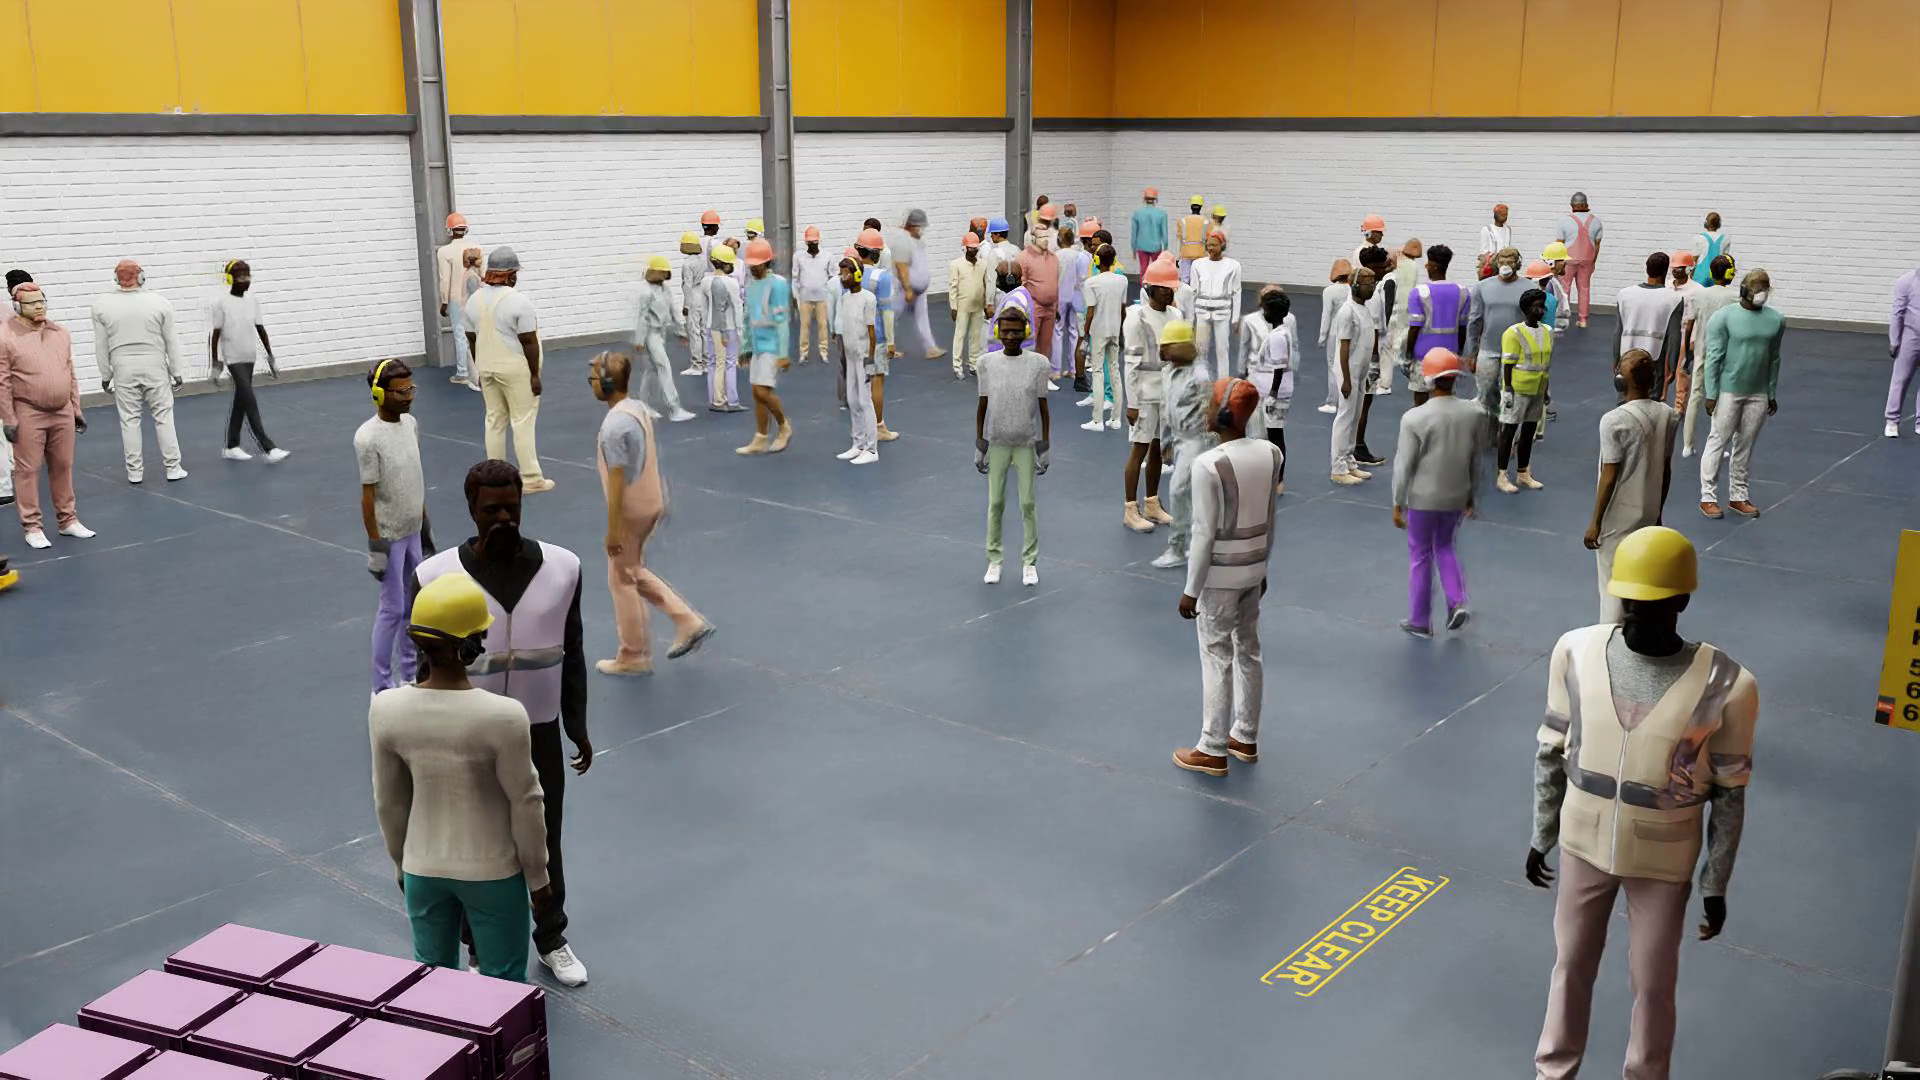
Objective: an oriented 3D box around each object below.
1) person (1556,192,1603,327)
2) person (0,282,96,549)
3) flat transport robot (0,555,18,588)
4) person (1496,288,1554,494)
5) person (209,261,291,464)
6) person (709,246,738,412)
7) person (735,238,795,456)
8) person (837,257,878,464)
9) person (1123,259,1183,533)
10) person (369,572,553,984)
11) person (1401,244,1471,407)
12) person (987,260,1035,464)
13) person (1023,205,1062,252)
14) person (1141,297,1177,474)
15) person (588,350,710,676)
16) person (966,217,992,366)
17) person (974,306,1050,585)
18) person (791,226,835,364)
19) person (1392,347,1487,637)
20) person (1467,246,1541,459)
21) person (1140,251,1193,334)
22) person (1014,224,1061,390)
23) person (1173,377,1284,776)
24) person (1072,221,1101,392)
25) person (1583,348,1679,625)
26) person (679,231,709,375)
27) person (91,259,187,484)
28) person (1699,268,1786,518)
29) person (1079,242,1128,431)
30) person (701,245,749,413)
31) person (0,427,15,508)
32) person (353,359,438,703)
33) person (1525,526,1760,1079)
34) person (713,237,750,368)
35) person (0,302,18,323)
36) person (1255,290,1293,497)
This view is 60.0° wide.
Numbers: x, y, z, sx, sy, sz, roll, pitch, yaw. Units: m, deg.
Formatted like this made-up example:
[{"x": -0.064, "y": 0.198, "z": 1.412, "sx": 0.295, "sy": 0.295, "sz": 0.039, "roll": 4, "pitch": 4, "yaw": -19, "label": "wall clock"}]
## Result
[{"x": 9.268, "y": -4.231, "z": 25.082, "sx": 0.683, "sy": 2.000, "sz": 0.535, "roll": -1, "pitch": 14, "yaw": -3, "label": "person"}, {"x": -6.653, "y": -0.909, "z": 12.077, "sx": 0.405, "sy": 1.911, "sz": 0.636, "roll": 7, "pitch": 16, "yaw": 26, "label": "person"}, {"x": -6.988, "y": 0.250, "z": 10.763, "sx": 1.431, "sy": 0.197, "sz": 0.652, "roll": 1, "pitch": 14, "yaw": 4, "label": "flat transport robot"}, {"x": 4.705, "y": -1.239, "z": 13.825, "sx": 0.539, "sy": 1.696, "sz": 0.317, "roll": -8, "pitch": 16, "yaw": -28, "label": "person"}, {"x": -6.385, "y": -1.587, "z": 14.964, "sx": 0.935, "sy": 1.816, "sz": 0.535, "roll": 6, "pitch": 15, "yaw": 22, "label": "person"}, {"x": -2.507, "y": -2.235, "z": 17.684, "sx": 0.338, "sy": 1.758, "sz": 0.538, "roll": -2, "pitch": 14, "yaw": -7, "label": "person"}, {"x": -1.791, "y": -1.737, "z": 15.148, "sx": 0.440, "sy": 2.020, "sz": 0.703, "roll": -10, "pitch": 17, "yaw": -34, "label": "person"}, {"x": -0.930, "y": -1.619, "z": 15.027, "sx": 0.337, "sy": 1.858, "sz": 0.524, "roll": -10, "pitch": 17, "yaw": -35, "label": "person"}, {"x": 1.484, "y": -1.082, "z": 12.493, "sx": 0.391, "sy": 2.041, "sz": 0.615, "roll": 13, "pitch": 19, "yaw": 43, "label": "person"}, {"x": -1.446, "y": 0.959, "z": 4.896, "sx": 0.523, "sy": 1.769, "sz": 0.316, "roll": 3, "pitch": 14, "yaw": 13, "label": "person"}, {"x": 4.289, "y": -1.685, "z": 15.059, "sx": 0.616, "sy": 1.963, "sz": 0.361, "roll": -4, "pitch": 15, "yaw": -14, "label": "person"}, {"x": 0.459, "y": -1.600, "z": 14.996, "sx": 0.429, "sy": 1.835, "sz": 0.624, "roll": 2, "pitch": 14, "yaw": 8, "label": "person"}, {"x": 1.100, "y": -3.565, "z": 22.615, "sx": 0.640, "sy": 1.938, "sz": 1.011, "roll": 5, "pitch": 15, "yaw": 19, "label": "person"}, {"x": 1.744, "y": -1.392, "z": 14.561, "sx": 0.264, "sy": 1.632, "sz": 0.507, "roll": -3, "pitch": 14, "yaw": -10, "label": "person"}, {"x": -1.749, "y": -0.137, "z": 9.156, "sx": 0.535, "sy": 1.824, "sz": 0.554, "roll": 1, "pitch": 14, "yaw": 5, "label": "person"}, {"x": 0.262, "y": -3.079, "z": 20.795, "sx": 0.338, "sy": 1.882, "sz": 0.582, "roll": -2, "pitch": 14, "yaw": -8, "label": "person"}, {"x": 0.347, "y": -0.620, "z": 11.025, "sx": 0.508, "sy": 1.862, "sz": 0.326, "roll": 2, "pitch": 14, "yaw": 9, "label": "person"}, {"x": -1.865, "y": -3.126, "z": 21.247, "sx": 0.568, "sy": 1.750, "sz": 0.342, "roll": -1, "pitch": 14, "yaw": -5, "label": "person"}, {"x": 2.810, "y": -0.271, "z": 9.852, "sx": 0.583, "sy": 1.740, "sz": 0.382, "roll": -5, "pitch": 15, "yaw": -18, "label": "person"}, {"x": 4.959, "y": -1.715, "z": 15.233, "sx": 0.635, "sy": 1.938, "sz": 0.360, "roll": 6, "pitch": 15, "yaw": 21, "label": "person"}, {"x": 2.098, "y": -2.077, "z": 17.054, "sx": 0.566, "sy": 1.750, "sz": 0.341, "roll": -1, "pitch": 14, "yaw": -4, "label": "person"}, {"x": 0.909, "y": -2.635, "z": 18.977, "sx": 0.651, "sy": 1.907, "sz": 0.409, "roll": -12, "pitch": 18, "yaw": -40, "label": "person"}, {"x": 1.254, "y": 0.171, "z": 7.806, "sx": 0.580, "sy": 1.884, "sz": 0.352, "roll": -13, "pitch": 19, "yaw": -41, "label": "person"}, {"x": 1.468, "y": -2.669, "z": 19.044, "sx": 0.361, "sy": 1.939, "sz": 0.543, "roll": 1, "pitch": 14, "yaw": 2, "label": "person"}, {"x": 3.633, "y": -0.120, "z": 9.056, "sx": 0.513, "sy": 1.841, "sz": 0.326, "roll": -6, "pitch": 15, "yaw": -23, "label": "person"}, {"x": -3.275, "y": -2.900, "z": 20.365, "sx": 0.295, "sy": 1.743, "sz": 0.492, "roll": 4, "pitch": 15, "yaw": 15, "label": "person"}, {"x": -6.971, "y": -1.430, "z": 14.165, "sx": 0.651, "sy": 1.904, "sz": 0.401, "roll": -5, "pitch": 15, "yaw": -18, "label": "person"}, {"x": 6.065, "y": -1.134, "z": 12.911, "sx": 0.632, "sy": 1.940, "sz": 0.372, "roll": -2, "pitch": 14, "yaw": -10, "label": "person"}, {"x": 1.428, "y": -2.019, "z": 16.586, "sx": 0.514, "sy": 1.873, "sz": 0.329, "roll": -8, "pitch": 16, "yaw": -29, "label": "person"}, {"x": -2.511, "y": -2.237, "z": 17.671, "sx": 0.525, "sy": 1.769, "sz": 0.315, "roll": 8, "pitch": 16, "yaw": 29, "label": "person"}, {"x": -7.836, "y": -1.147, "z": 13.211, "sx": 0.587, "sy": 1.824, "sz": 0.404, "roll": 11, "pitch": 18, "yaw": 37, "label": "person"}, {"x": -2.928, "y": -0.022, "z": 8.651, "sx": 0.337, "sy": 1.857, "sz": 0.519, "roll": 3, "pitch": 14, "yaw": 12, "label": "person"}, {"x": 1.940, "y": 0.894, "z": 4.830, "sx": 0.585, "sy": 1.928, "sz": 0.378, "roll": 11, "pitch": 18, "yaw": 37, "label": "person"}, {"x": -2.860, "y": -2.949, "z": 20.779, "sx": 0.307, "sy": 1.637, "sz": 0.512, "roll": 10, "pitch": 17, "yaw": 35, "label": "person"}, {"x": -8.738, "y": -1.574, "z": 15.049, "sx": 0.539, "sy": 1.753, "sz": 0.343, "roll": -6, "pitch": 15, "yaw": -23, "label": "person"}, {"x": 2.582, "y": -1.206, "z": 13.690, "sx": 0.315, "sy": 1.695, "sz": 0.541, "roll": 3, "pitch": 14, "yaw": 11, "label": "person"}]
